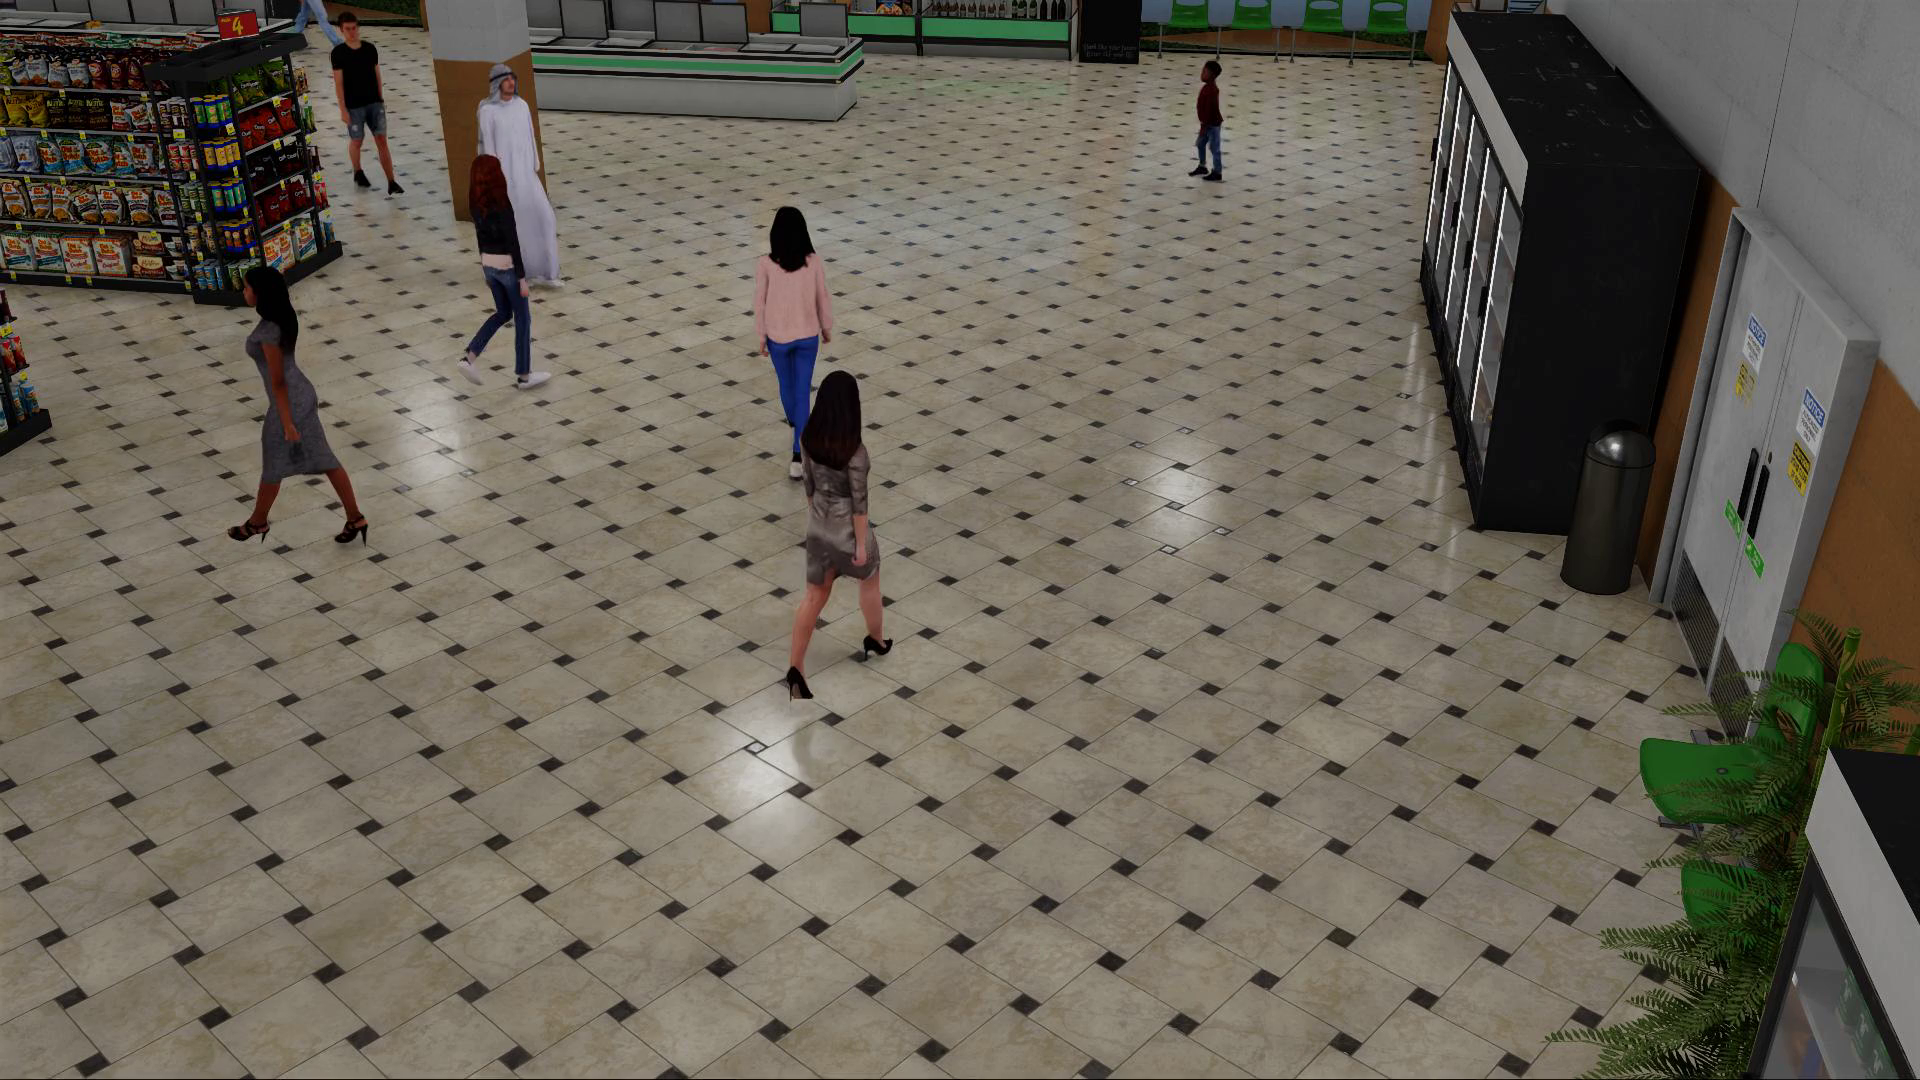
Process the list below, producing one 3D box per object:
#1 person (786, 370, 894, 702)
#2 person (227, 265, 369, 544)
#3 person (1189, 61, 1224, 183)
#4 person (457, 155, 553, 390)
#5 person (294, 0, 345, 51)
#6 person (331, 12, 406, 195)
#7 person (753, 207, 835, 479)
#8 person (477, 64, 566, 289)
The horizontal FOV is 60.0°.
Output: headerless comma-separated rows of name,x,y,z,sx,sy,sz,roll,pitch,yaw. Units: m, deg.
person,-0.661,0.024,8.301,1.128,1.707,0.964,16,31,29
person,-3.815,-0.738,9.764,1.088,1.743,0.724,1,27,1
person,2.720,-4.413,17.567,0.581,1.242,0.527,1,27,3
person,-3.350,-1.865,11.961,0.983,1.767,0.942,22,34,37
person,-9.380,-7.862,23.732,1.259,1.817,0.925,-4,27,-7
person,-6.158,-4.442,17.012,1.173,1.794,1.277,-20,33,-34
person,-1.082,-1.241,10.792,1.171,1.712,0.912,-1,27,-2
person,-3.879,-3.106,14.248,1.022,1.912,0.938,22,34,36
